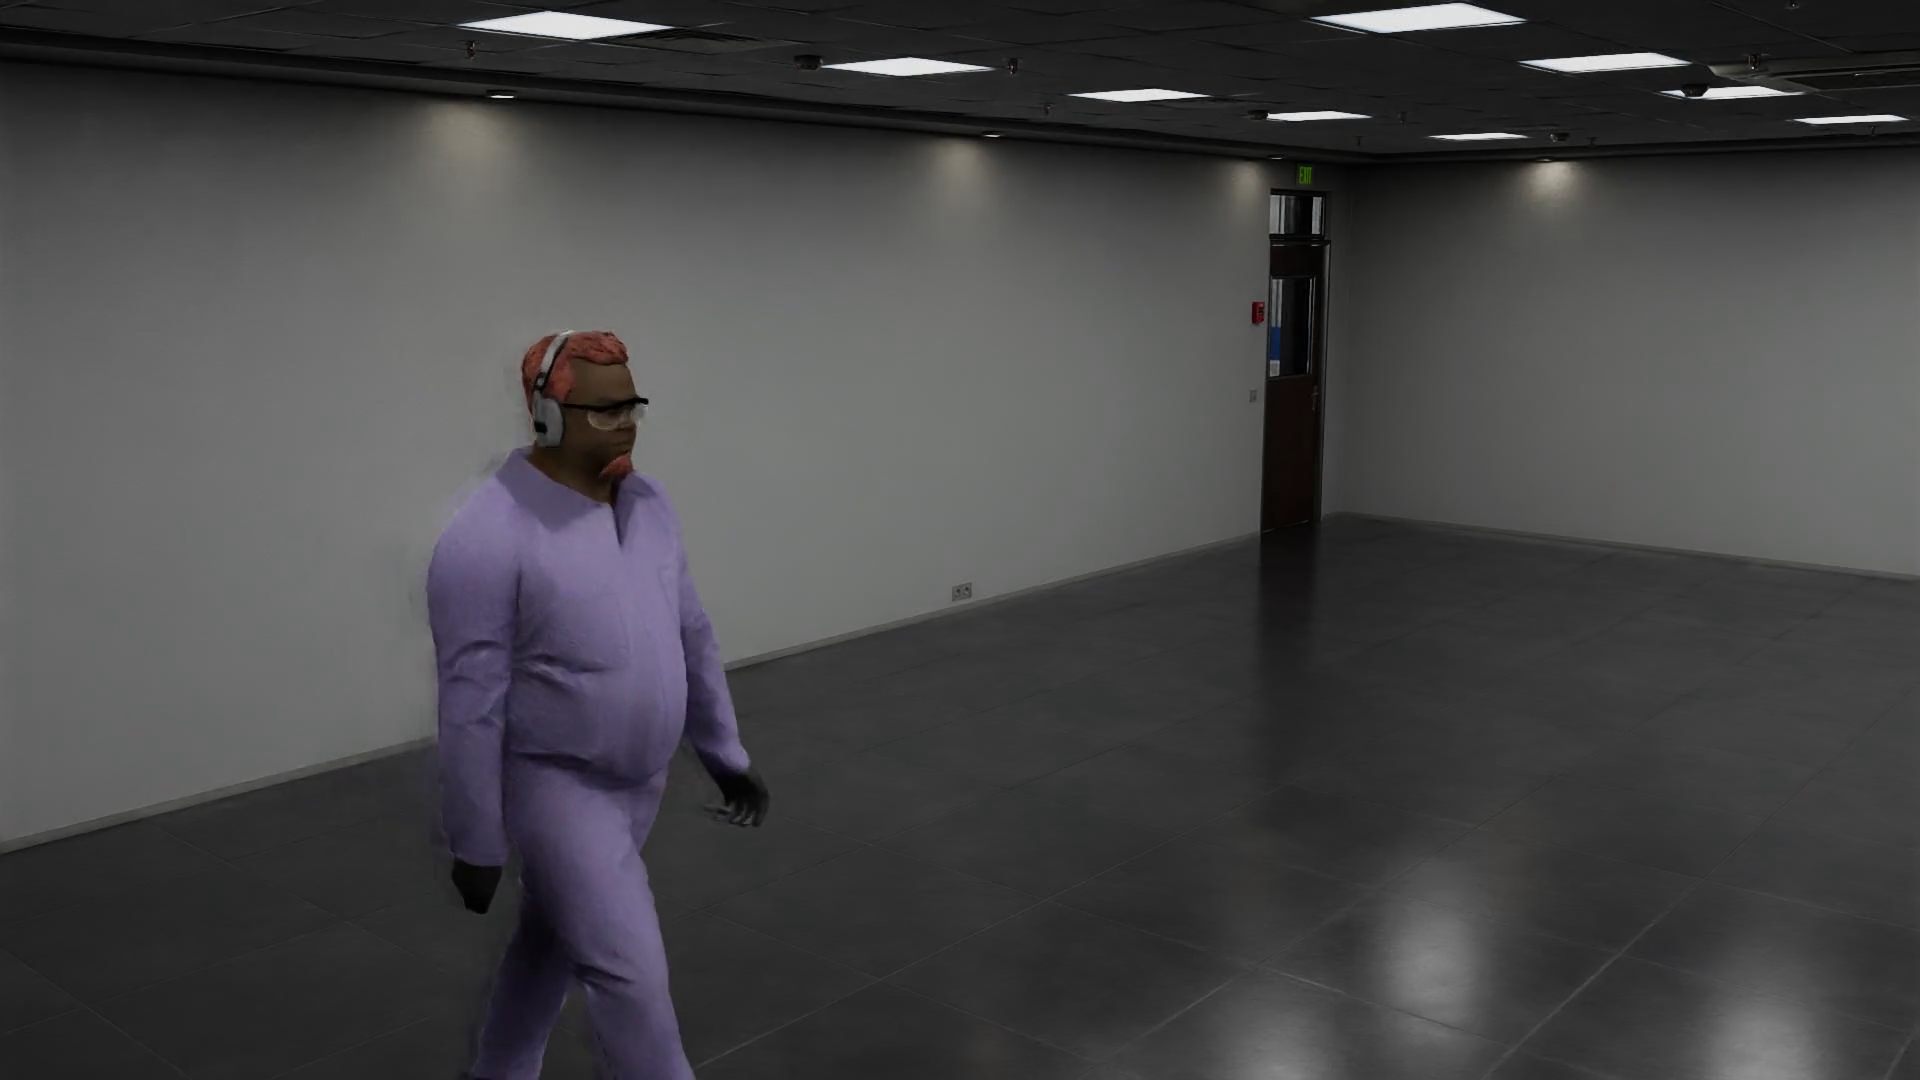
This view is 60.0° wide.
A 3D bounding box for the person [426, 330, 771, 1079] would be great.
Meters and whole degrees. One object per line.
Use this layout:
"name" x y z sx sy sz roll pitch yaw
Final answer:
"person" -0.711 0.505 3.399 0.990 1.853 0.653 4 11 22
